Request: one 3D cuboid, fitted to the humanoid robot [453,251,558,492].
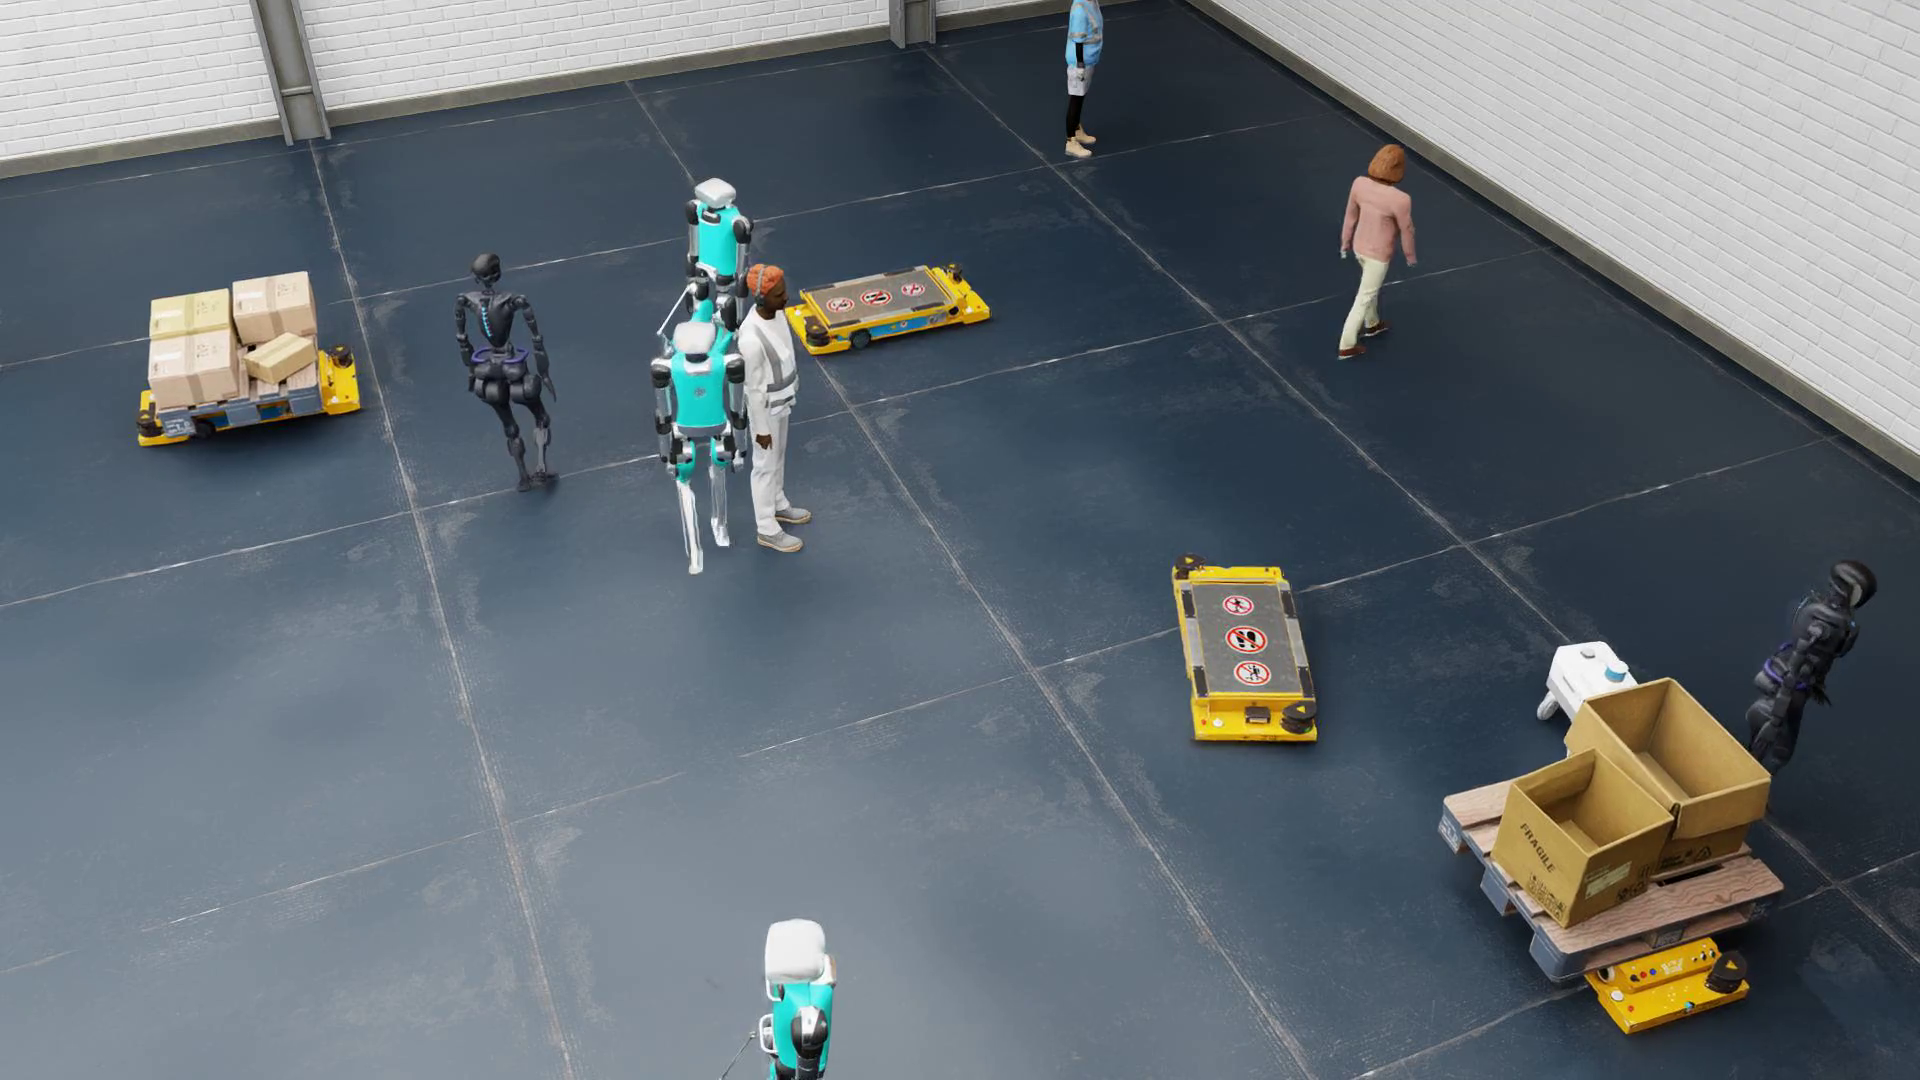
[{"bbox_3d":[-2.864,-1.043,10.489,0.590,1.645,0.359,3,38,4],"label":"humanoid robot"}]

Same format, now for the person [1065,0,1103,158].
[{"bbox_3d":[1.089,-4.221,14.594,0.316,1.695,0.541,8,38,10],"label":"person"}]

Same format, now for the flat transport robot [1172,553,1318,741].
[{"bbox_3d":[1.605,0.595,9.499,0.659,0.231,1.431,0,38,0],"label":"flat transport robot"}]

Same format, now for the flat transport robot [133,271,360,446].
[{"bbox_3d":[-4.958,-1.016,11.596,1.431,0.231,0.659,-12,39,-15],"label":"flat transport robot"}]

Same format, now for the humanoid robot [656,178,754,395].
[{"bbox_3d":[-1.703,-1.480,10.997,0.542,1.733,1.004,24,43,28],"label":"humanoid robot"}]

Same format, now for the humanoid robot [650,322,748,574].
[{"bbox_3d":[-1.531,-0.648,9.911,0.536,1.740,0.862,-6,38,-8],"label":"humanoid robot"}]

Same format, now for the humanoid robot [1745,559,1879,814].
[{"bbox_3d":[4.047,0.734,8.166,0.420,1.635,0.588,31,47,34],"label":"humanoid robot"}]

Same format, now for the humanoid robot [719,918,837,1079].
[{"bbox_3d":[-0.900,2.123,6.333,0.921,1.795,0.557,-6,38,-7],"label":"humanoid robot"}]

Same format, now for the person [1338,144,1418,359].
[{"bbox_3d":[3.039,-2.080,11.883,0.709,1.607,0.505,-21,42,-25],"label":"person"}]

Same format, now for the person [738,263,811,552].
[{"bbox_3d":[-1.128,-0.808,10.002,0.358,1.881,0.572,6,38,8],"label":"person"}]

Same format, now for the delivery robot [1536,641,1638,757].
[{"bbox_3d":[3.432,0.910,8.852,0.525,0.592,0.764,-7,38,-9],"label":"delivery robot"}]

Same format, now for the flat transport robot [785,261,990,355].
[{"bbox_3d":[-0.556,-1.755,12.557,1.431,0.231,0.659,-14,40,-18],"label":"flat transport robot"}]

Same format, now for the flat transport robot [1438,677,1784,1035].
[{"bbox_3d":[3.090,1.696,8.066,0.659,0.231,1.431,-12,39,-15],"label":"flat transport robot"}]
